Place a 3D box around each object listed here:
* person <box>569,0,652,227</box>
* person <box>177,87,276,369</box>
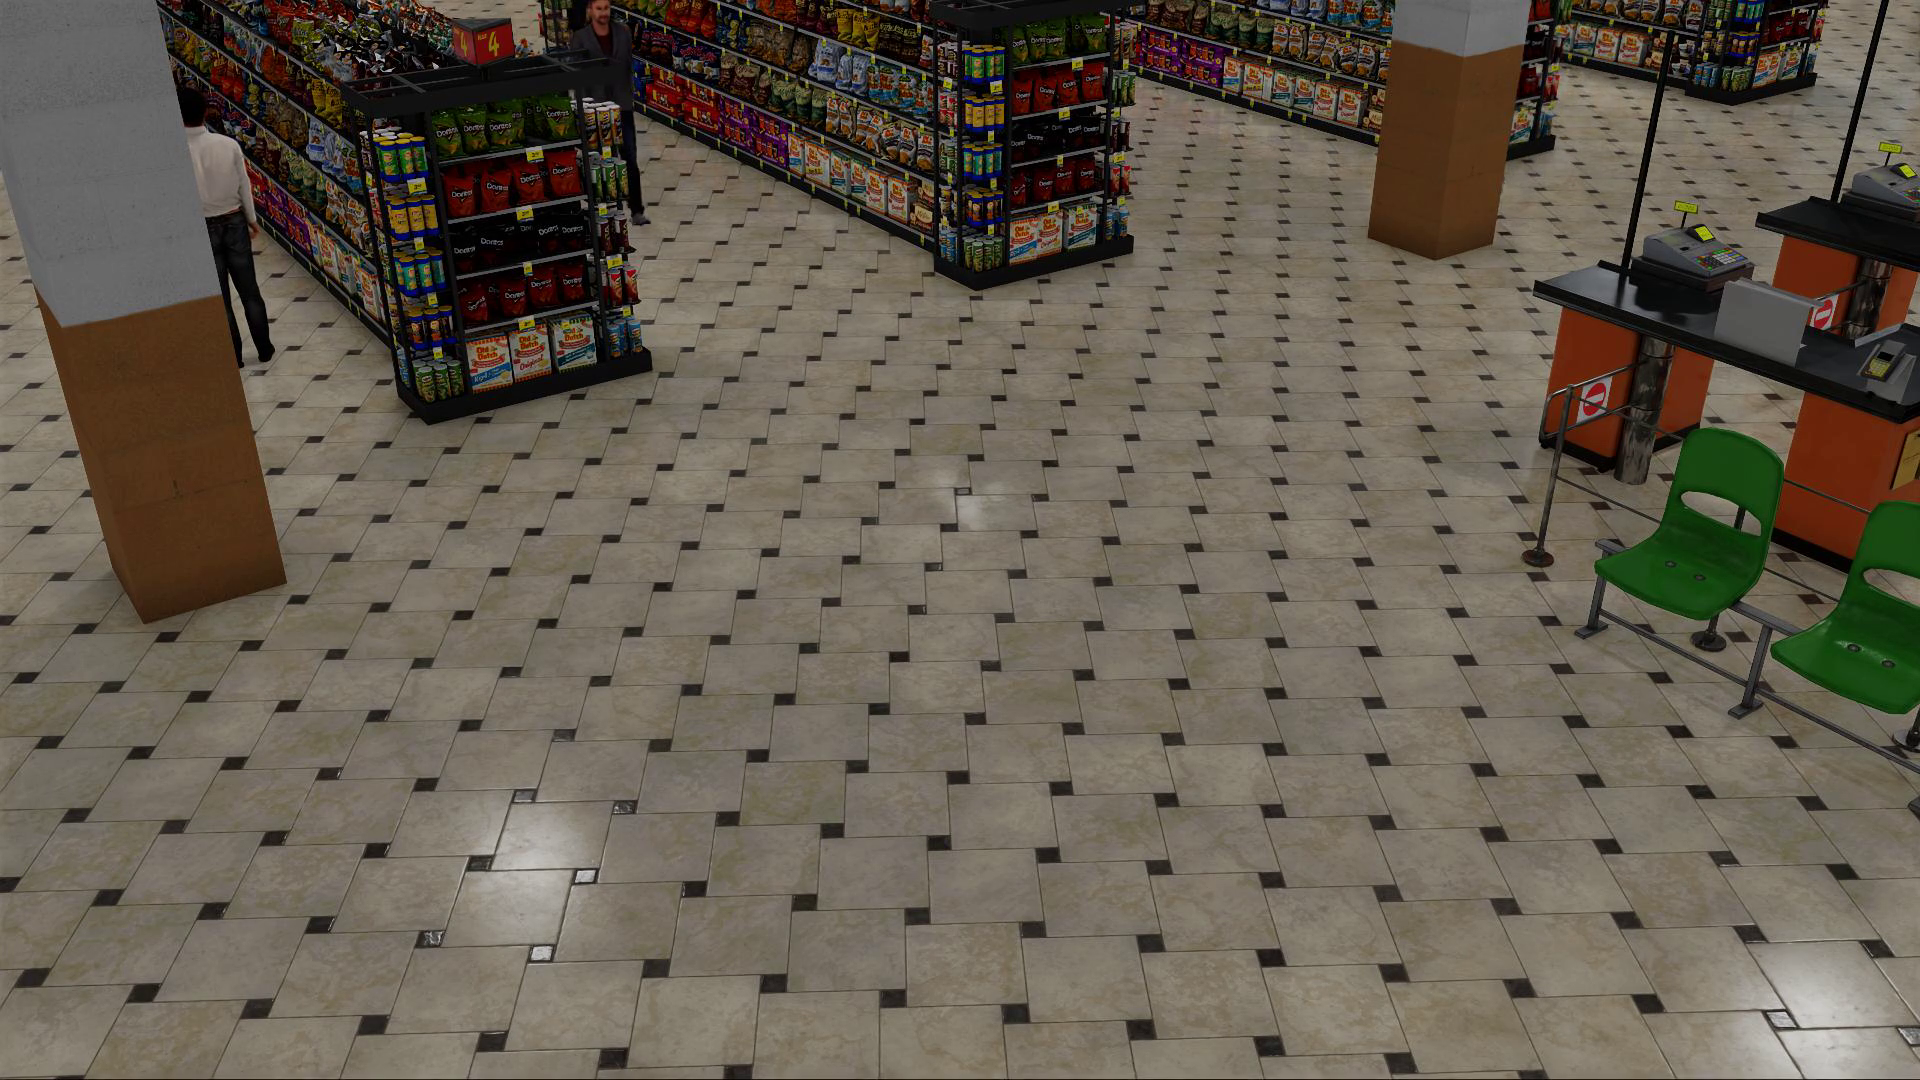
[{"bbox_3d":[-2.864,-3.468,13.388,0.834,1.823,1.237,-13,31,-22],"label":"person"},{"bbox_3d":[-4.773,-1.997,10.704,0.656,1.811,0.557,-17,33,-28],"label":"person"}]
